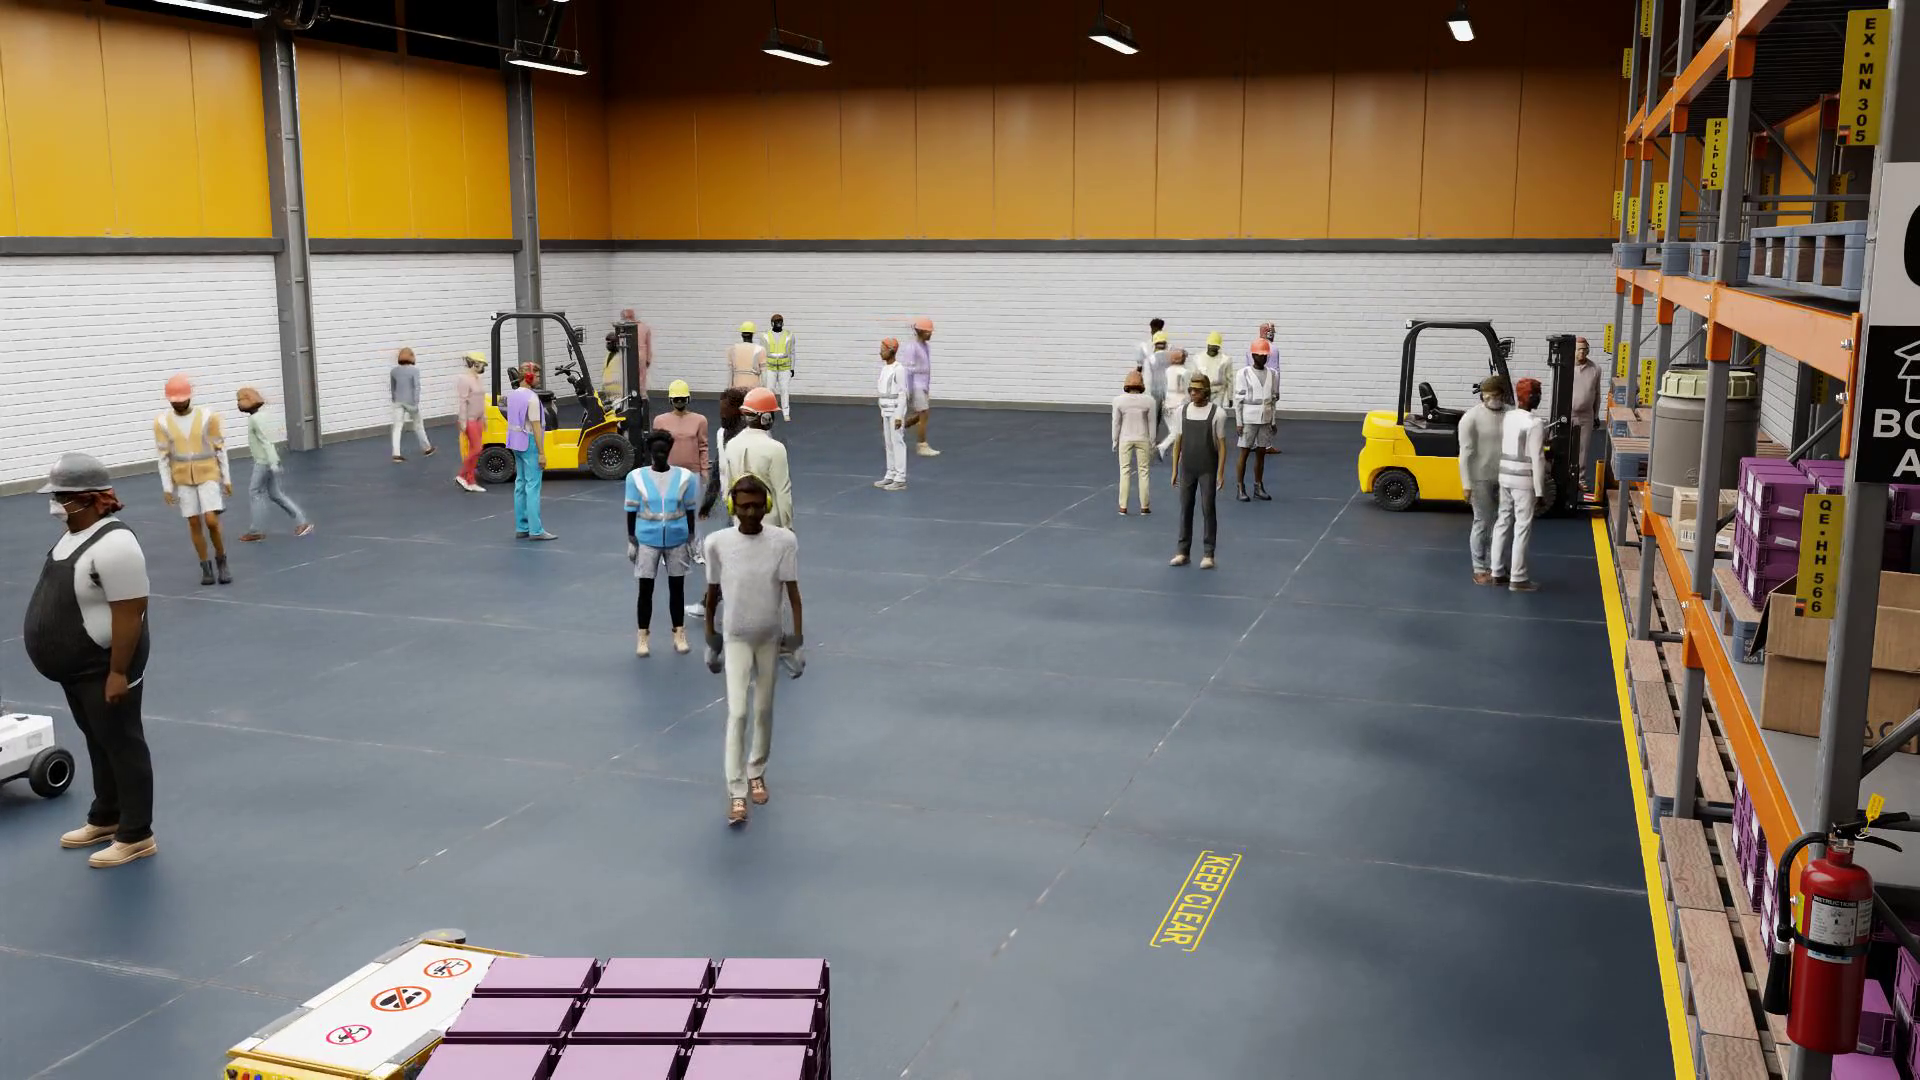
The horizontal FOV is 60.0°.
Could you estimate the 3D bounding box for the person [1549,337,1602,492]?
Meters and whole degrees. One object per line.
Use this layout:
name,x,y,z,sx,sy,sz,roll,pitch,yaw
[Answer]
person,7.563,-1.534,20.434,0.651,1.906,0.409,-1,10,-3

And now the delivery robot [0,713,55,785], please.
delivery robot,-5.266,1.132,8.965,0.477,0.478,0.707,3,11,17

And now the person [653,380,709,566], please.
person,-2.642,-0.639,15.792,0.528,1.768,0.313,-3,10,-16

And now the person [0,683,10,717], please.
person,-6.163,0.284,10.182,0.691,1.908,0.611,-4,11,-22

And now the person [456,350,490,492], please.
person,-5.967,-1.453,20.439,0.355,1.738,0.549,2,10,9

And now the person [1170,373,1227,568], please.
person,2.242,-0.652,15.645,0.517,1.843,0.325,5,11,27

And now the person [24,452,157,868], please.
person,-4.275,0.579,8.162,0.536,2.000,0.672,-10,14,-43

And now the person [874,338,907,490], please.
person,-0.843,-1.559,20.644,0.358,1.882,0.574,-4,11,-23

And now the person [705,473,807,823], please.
person,-1.074,0.570,8.801,0.513,1.832,0.830,-3,10,-14

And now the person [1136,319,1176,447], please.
person,2.983,-2.347,24.946,0.632,1.917,0.966,-1,10,-7

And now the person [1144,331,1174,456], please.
person,2.920,-2.103,23.945,0.590,1.807,0.804,-3,11,-17

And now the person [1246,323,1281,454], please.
person,4.453,-2.213,24.261,0.402,1.906,0.652,-6,12,-30

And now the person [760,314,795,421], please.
person,-3.145,-2.962,28.658,0.626,1.847,0.429,-1,10,-8

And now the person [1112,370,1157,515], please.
person,1.957,-1.090,18.706,0.497,1.633,0.287,1,10,6

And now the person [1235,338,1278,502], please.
person,3.528,-1.422,19.720,0.547,1.938,0.379,-4,11,-19

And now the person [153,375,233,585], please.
person,-6.794,-0.517,14.748,0.592,1.896,0.521,-3,10,-14

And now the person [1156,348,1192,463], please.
person,2.962,-1.849,23.028,0.649,1.613,0.536,-6,12,-31

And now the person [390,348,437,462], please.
person,-7.791,-1.914,23.483,0.520,1.570,0.926,2,10,13

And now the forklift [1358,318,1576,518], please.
forklift,5.787,-1.437,19.079,2.313,2.155,1.214,3,11,19

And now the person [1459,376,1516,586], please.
person,4.744,-0.527,14.806,0.767,1.892,0.461,-3,11,-19

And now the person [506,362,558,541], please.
person,-4.444,-0.905,17.087,0.390,1.838,0.563,-9,14,-42

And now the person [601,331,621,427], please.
person,-4.797,-2.062,23.681,0.737,1.823,0.635,-8,13,-37

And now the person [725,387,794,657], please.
person,-1.459,-0.124,12.250,0.611,1.995,0.375,7,13,36

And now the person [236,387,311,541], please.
person,-7.089,-0.785,17.117,0.700,1.587,0.508,-3,11,-17

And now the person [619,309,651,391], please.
person,-5.875,-3.198,29.897,0.722,1.882,0.431,-9,14,-42

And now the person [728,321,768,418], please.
person,-3.123,-2.262,24.541,0.601,1.913,0.423,2,10,10

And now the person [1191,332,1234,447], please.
person,3.672,-2.132,24.161,0.631,1.799,0.790,4,11,23

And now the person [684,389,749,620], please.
person,-1.893,-0.284,13.497,0.982,1.874,0.598,-6,12,-29

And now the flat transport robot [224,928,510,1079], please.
flat transport robot,-2.107,1.821,6.149,0.652,0.197,1.431,3,11,19

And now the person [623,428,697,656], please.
person,-2.210,0.013,12.316,0.540,1.695,0.317,-3,11,-17

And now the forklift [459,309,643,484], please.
forklift,-5.354,-1.902,21.697,2.313,2.155,1.214,-2,10,-13

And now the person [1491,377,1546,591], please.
person,4.918,-0.488,14.618,0.351,1.883,0.582,-4,11,-21

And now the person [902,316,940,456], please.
person,-0.661,-2.221,24.011,0.777,2.019,0.611,4,11,23
